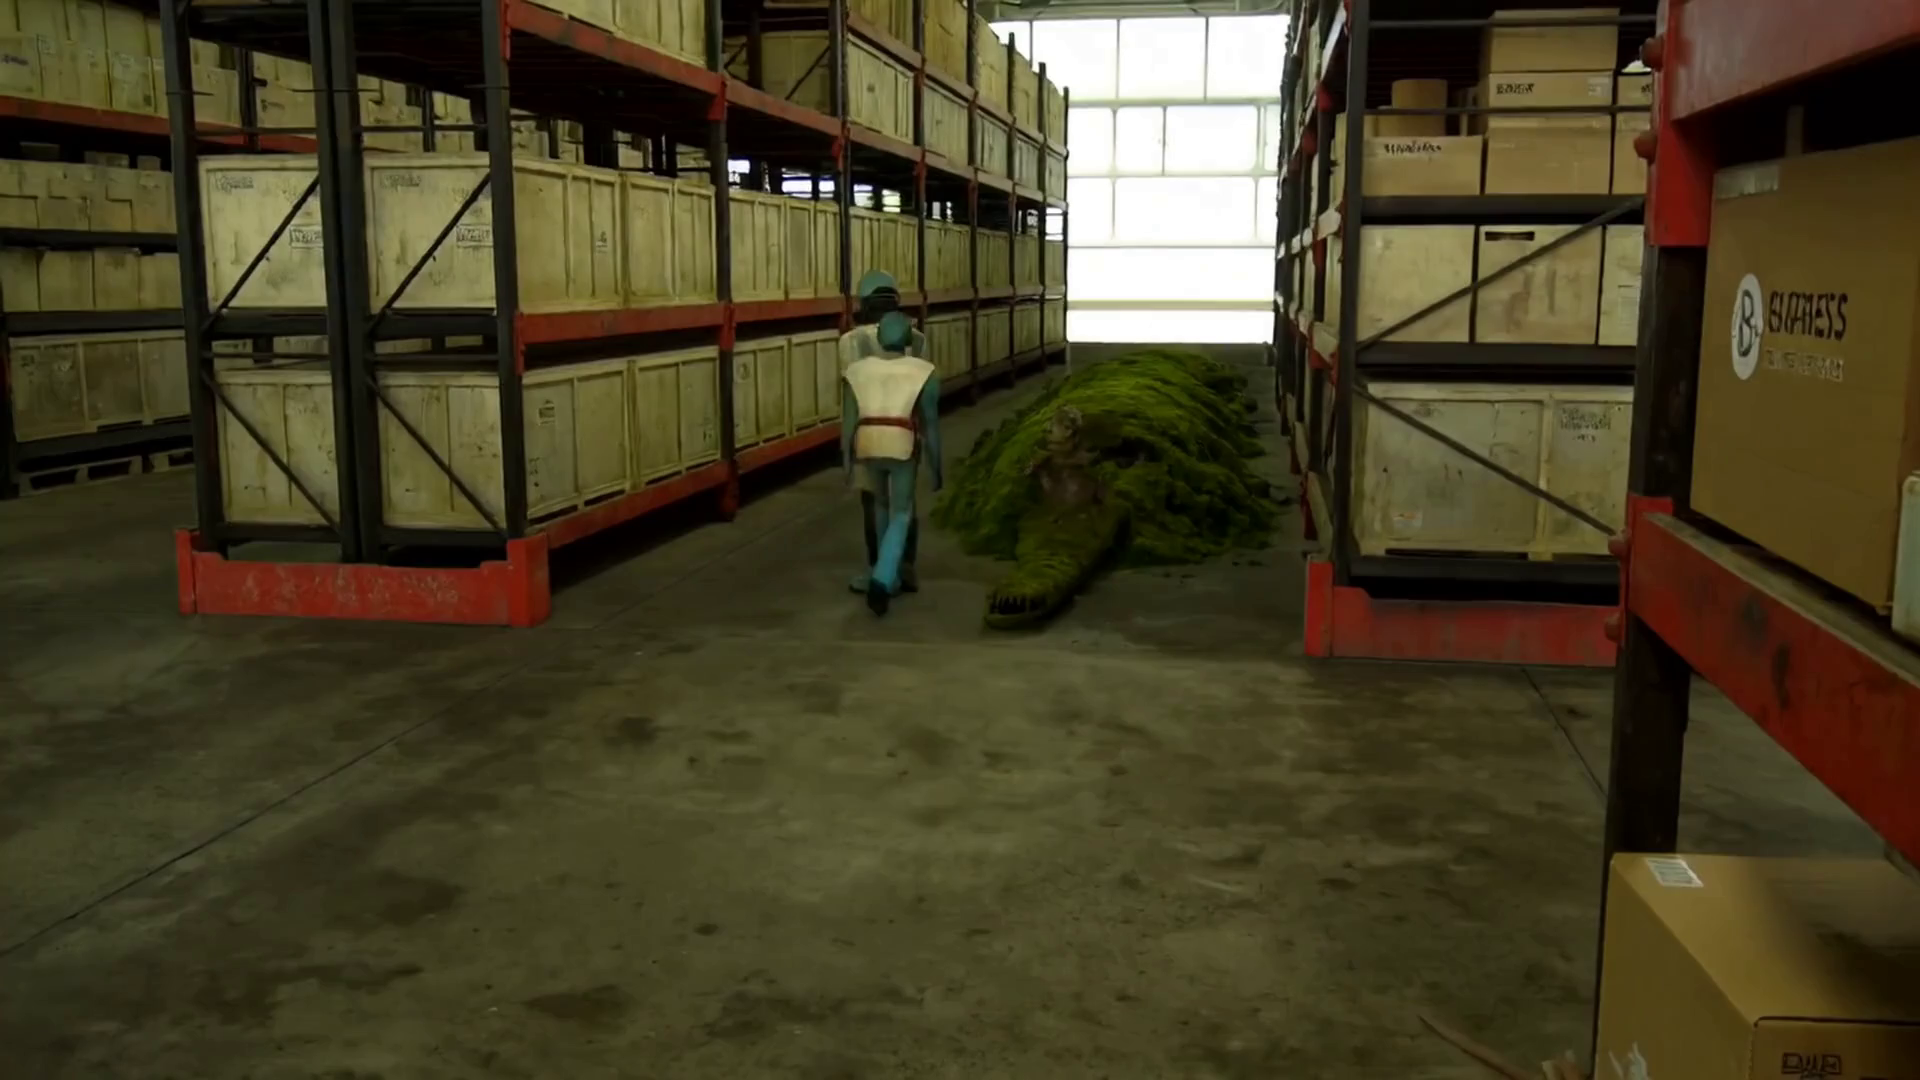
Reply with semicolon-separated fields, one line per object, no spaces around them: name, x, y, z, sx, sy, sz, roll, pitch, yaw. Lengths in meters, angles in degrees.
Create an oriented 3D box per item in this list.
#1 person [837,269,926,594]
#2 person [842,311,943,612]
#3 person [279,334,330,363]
person;-0.509;-0.674;10.464;0.615;2.038;0.395;-6;11;-34
person;-0.426;-0.470;9.967;0.608;1.801;0.851;2;9;15
person;-5.138;-1.066;13.404;0.645;1.879;0.819;1;9;5
